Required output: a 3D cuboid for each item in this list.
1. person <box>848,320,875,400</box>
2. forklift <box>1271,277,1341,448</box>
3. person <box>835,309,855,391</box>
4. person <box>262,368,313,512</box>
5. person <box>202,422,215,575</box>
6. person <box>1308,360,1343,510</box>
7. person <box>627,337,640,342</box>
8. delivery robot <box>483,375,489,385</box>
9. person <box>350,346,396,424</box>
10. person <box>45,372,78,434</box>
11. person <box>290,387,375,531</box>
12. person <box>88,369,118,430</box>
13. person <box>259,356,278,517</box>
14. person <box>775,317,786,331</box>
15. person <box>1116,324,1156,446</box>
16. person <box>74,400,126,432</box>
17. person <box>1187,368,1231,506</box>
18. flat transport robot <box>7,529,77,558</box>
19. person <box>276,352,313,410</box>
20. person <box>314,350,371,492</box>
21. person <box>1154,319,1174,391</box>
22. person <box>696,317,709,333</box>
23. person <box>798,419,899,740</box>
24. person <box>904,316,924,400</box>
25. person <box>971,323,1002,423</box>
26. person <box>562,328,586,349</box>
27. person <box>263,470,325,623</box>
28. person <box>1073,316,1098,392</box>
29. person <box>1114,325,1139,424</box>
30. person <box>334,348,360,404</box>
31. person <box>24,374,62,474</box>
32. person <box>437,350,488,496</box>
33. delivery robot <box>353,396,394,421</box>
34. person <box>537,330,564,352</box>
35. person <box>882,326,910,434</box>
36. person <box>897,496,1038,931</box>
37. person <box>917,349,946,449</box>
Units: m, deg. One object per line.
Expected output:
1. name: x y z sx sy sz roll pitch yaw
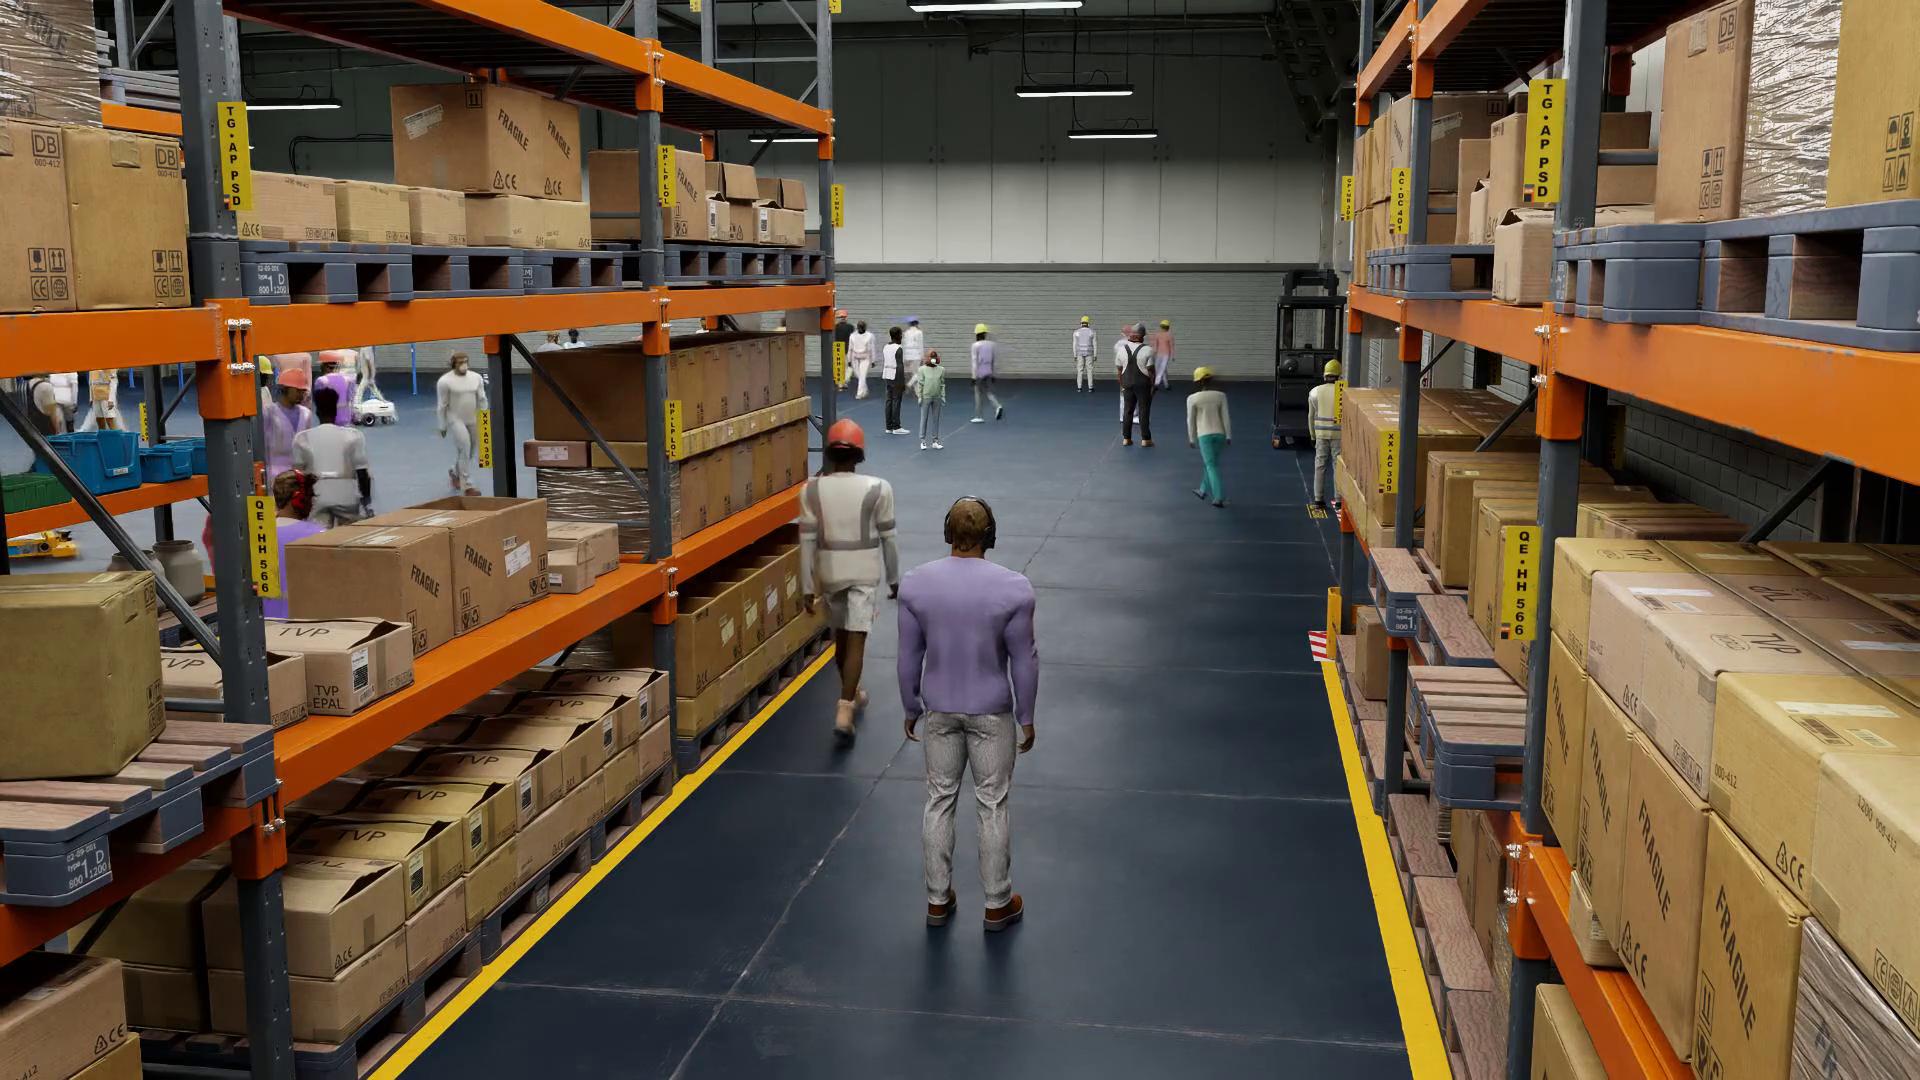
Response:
1. person: -2.241 -4.134 38.066 0.629 1.808 0.899 3 10 16
2. forklift: 5.847 -3.016 27.970 1.129 2.768 1.873 1 9 9
3. person: -2.823 -4.612 40.461 0.640 1.970 0.469 3 10 19
4. person: -6.363 -0.618 15.701 0.585 2.012 0.639 4 10 22
5. person: -6.567 -0.336 14.806 0.657 1.743 0.554 1 9 7
6. person: 4.573 -1.293 20.419 0.590 1.837 0.404 6 11 34
7. person: -5.184 -2.360 26.973 0.484 1.855 0.582 3 10 17
8. delivery robot: -10.861 -3.677 38.106 0.335 0.223 0.698 -4 10 -21
9. person: -11.361 -3.142 31.904 0.989 1.822 0.533 -3 10 -15
10. person: -13.875 -2.140 25.641 0.550 1.852 1.074 -3 10 -16
11. person: -5.350 -0.334 14.210 0.668 1.927 0.802 -2 9 -13
12. person: -13.346 -2.228 25.861 0.544 1.943 0.347 4 10 25
13. person: -8.237 -1.203 19.614 0.392 1.918 0.589 0 9 -2
14. person: -4.160 -4.459 39.964 0.657 1.829 0.449 4 10 26
15. person: 2.996 -2.590 27.923 0.684 2.000 0.538 5 11 30
16. person: -15.148 -2.599 29.224 0.855 1.594 0.516 -8 12 -42
17. person: 3.099 -1.304 20.880 0.527 1.694 0.890 -3 10 -17
18. flat transport robot: -9.829 0.075 16.926 1.431 0.197 0.652 -6 11 -31
19. person: -11.243 -2.561 28.101 0.640 1.878 0.789 1 9 6
20. person: -8.208 -1.570 21.953 0.912 1.909 0.554 5 11 30
21. person: 4.961 -4.519 40.625 0.527 1.737 0.836 8 12 42
22. person: -5.874 -4.239 38.492 0.526 1.869 0.315 1 9 9
23. person: -0.725 0.233 10.558 0.605 2.001 1.083 2 9 11
24. person: -1.062 -4.133 37.723 0.587 1.897 0.647 -7 12 -39
25. person: 0.486 -3.193 31.913 0.592 1.914 0.618 -8 12 -41
26. person: -8.363 -3.760 36.097 0.552 1.681 0.363 -2 9 -13
27. person: -3.652 0.533 9.152 0.563 1.837 0.388 3 10 19
28. person: 3.029 -4.483 40.114 0.588 1.831 0.404 2 9 13
29. person: 3.326 -3.184 32.003 0.415 1.873 0.803 -9 13 -44
30. person: -11.934 -3.135 32.449 0.560 1.618 0.363 -9 13 -43
31. person: -11.724 -1.421 21.233 0.526 1.829 0.478 5 11 29
32. person: -6.550 -1.542 21.757 0.890 1.912 0.634 8 12 41
33. delivery robot: -11.135 -2.492 31.597 0.477 0.478 0.707 8 13 42
34. person: -7.031 -2.701 28.805 0.629 1.936 0.373 5 11 29
35. person: -1.179 -2.878 29.947 0.392 1.919 0.593 -6 11 -31
36. person: 0.039 0.766 7.408 0.638 1.938 0.357 2 10 15
37. person: -0.466 -2.313 27.331 0.498 1.634 0.279 -4 10 -24
